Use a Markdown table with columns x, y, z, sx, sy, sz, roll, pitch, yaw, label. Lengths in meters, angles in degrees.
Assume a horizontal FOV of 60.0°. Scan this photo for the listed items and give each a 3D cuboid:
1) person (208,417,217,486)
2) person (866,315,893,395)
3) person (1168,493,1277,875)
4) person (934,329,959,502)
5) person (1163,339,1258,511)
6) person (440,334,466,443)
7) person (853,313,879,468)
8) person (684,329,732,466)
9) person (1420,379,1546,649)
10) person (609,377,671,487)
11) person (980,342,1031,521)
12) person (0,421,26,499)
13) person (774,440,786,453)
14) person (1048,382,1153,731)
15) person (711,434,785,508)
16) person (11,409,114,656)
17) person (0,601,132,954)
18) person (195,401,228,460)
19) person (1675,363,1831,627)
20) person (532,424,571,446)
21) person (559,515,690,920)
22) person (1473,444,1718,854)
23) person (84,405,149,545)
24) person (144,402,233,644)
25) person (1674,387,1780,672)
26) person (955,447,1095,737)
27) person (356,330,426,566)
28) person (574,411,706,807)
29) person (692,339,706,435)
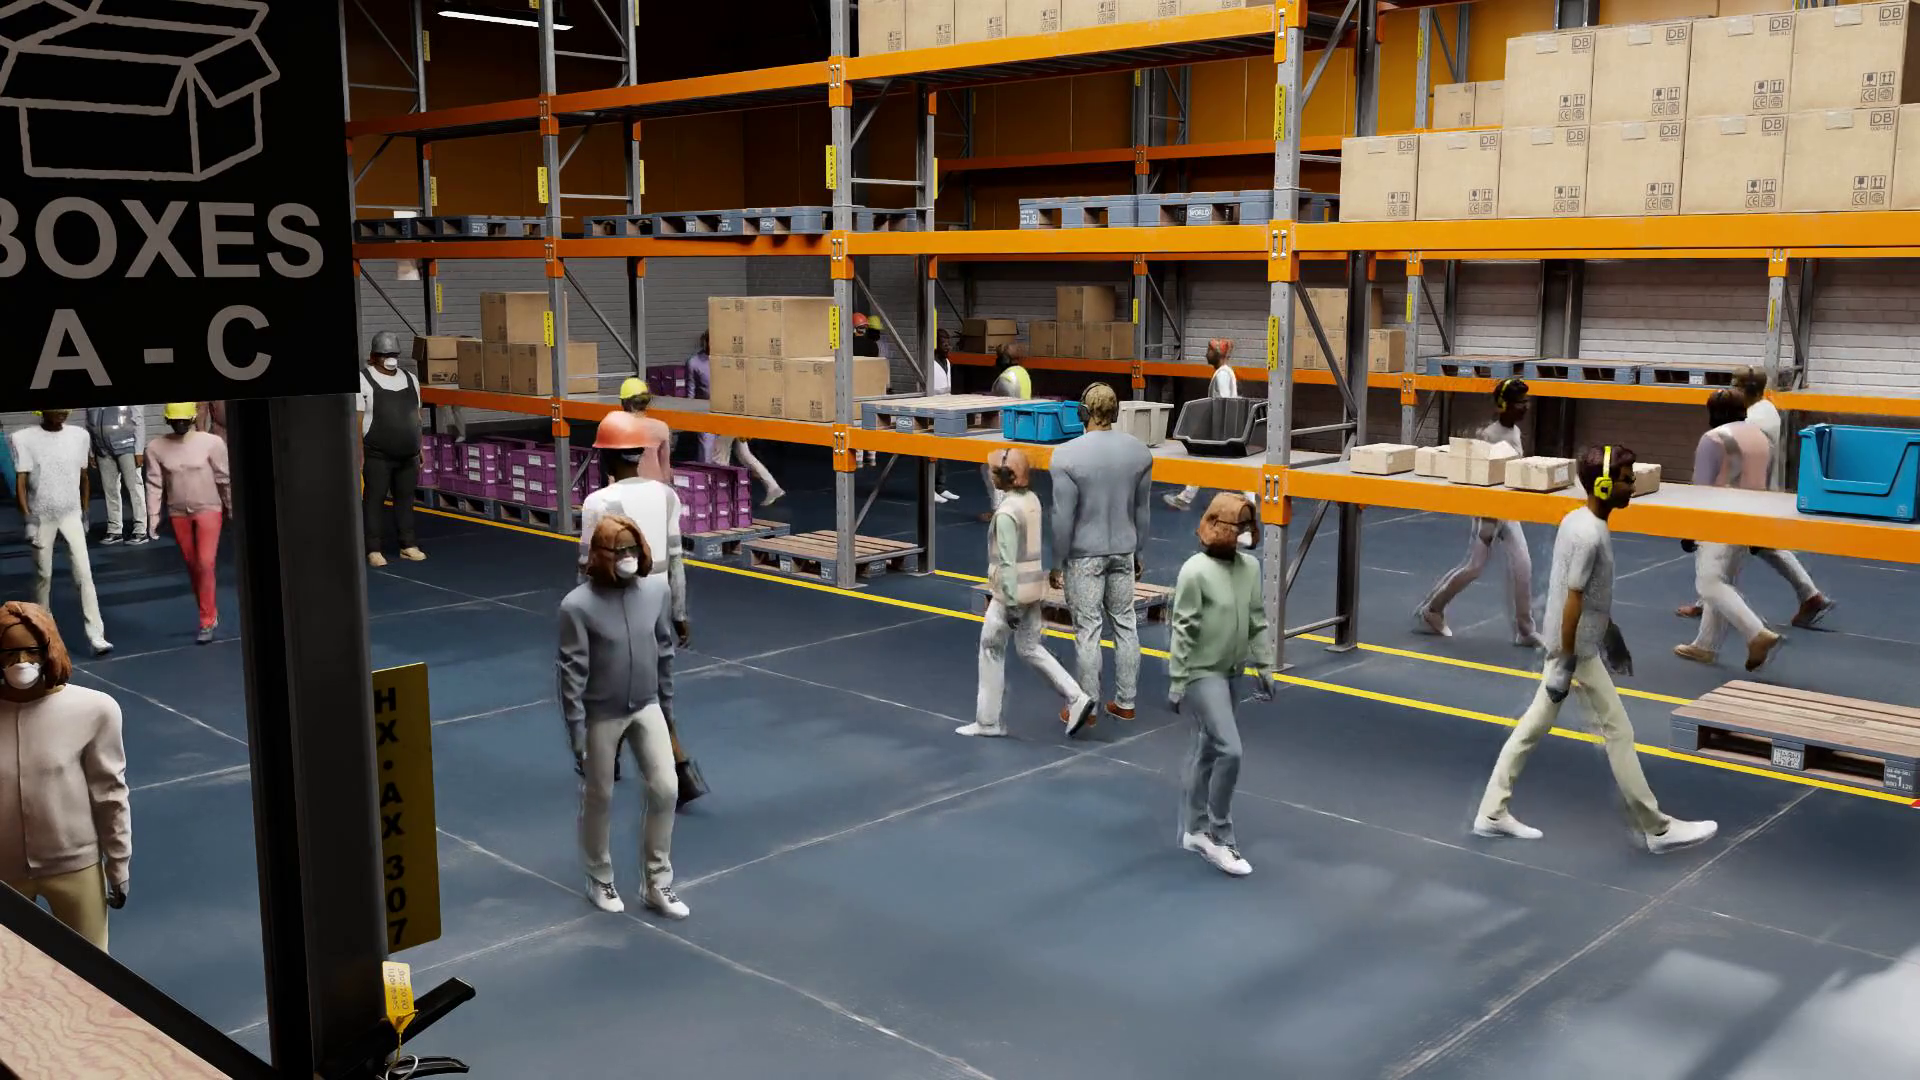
| x | y | z | sx | sy | sz | roll | pitch | yaw | label |
| --- | --- | --- | --- | --- | --- | --- | --- | --- | --- |
| -8.729 | -1.464 | 19.649 | 0.629 | 1.658 | 0.581 | -4 | 10 | -24 | person |
| -1.211 | -2.187 | 23.329 | 0.422 | 1.913 | 0.603 | 8 | 12 | 40 | person |
| 1.169 | 0.605 | 7.073 | 0.531 | 1.610 | 0.585 | -9 | 13 | -44 | person |
| -0.267 | -1.368 | 18.314 | 0.404 | 1.904 | 0.616 | 4 | 10 | 23 | person |
| 2.683 | -1.189 | 17.465 | 1.004 | 1.826 | 0.572 | 3 | 10 | 18 | person |
| -7.470 | -2.201 | 24.319 | 0.531 | 1.604 | 0.614 | 4 | 10 | 24 | person |
| -1.301 | -1.931 | 21.488 | 0.379 | 1.996 | 0.610 | 7 | 12 | 38 | person |
| -2.726 | -1.415 | 18.617 | 0.662 | 1.899 | 0.455 | -5 | 11 | -30 | person |
| 3.625 | -0.194 | 11.353 | 0.934 | 1.836 | 0.535 | 9 | 13 | 42 | person |
| -2.379 | -0.346 | 12.537 | 0.531 | 1.751 | 0.511 | -8 | 12 | -40 | person |
| 0.432 | -1.077 | 16.774 | 0.594 | 1.821 | 0.642 | 5 | 10 | 27 | person |
| -10.789 | -1.311 | 18.307 | 0.953 | 1.803 | 0.573 | -8 | 12 | -39 | person |
| -2.508 | -2.154 | 23.219 | 0.572 | 1.894 | 0.939 | -1 | 9 | -8 | person |
| 0.769 | 0.094 | 9.245 | 0.629 | 1.940 | 0.379 | -4 | 10 | -25 | person |
| -2.343 | -1.280 | 17.641 | 0.939 | 1.953 | 0.591 | 0 | 9 | -2 | person |
| -5.909 | -0.118 | 10.922 | 0.495 | 1.819 | 0.988 | -8 | 12 | -41 | person |
| -2.668 | 0.973 | 4.822 | 0.497 | 1.629 | 0.276 | -4 | 10 | -23 | person |
| -7.359 | -1.097 | 16.798 | 0.678 | 1.856 | 0.980 | -2 | 10 | -14 | person |
| 5.734 | -0.313 | 11.885 | 0.961 | 1.905 | 0.638 | 7 | 11 | 36 | person |
| -5.296 | -1.832 | 21.460 | 0.789 | 1.810 | 0.538 | 3 | 10 | 15 | person |
| -1.302 | 0.705 | 6.498 | 0.523 | 1.609 | 0.616 | -8 | 12 | -39 | person |
| 2.787 | 0.480 | 7.299 | 1.021 | 1.806 | 0.502 | 2 | 9 | 10 | person |
| -7.825 | -0.850 | 15.410 | 0.586 | 1.824 | 0.405 | 1 | 9 | 6 | person |
| -5.277 | -0.151 | 11.392 | 0.548 | 1.719 | 0.751 | -1 | 9 | -6 | person |
| 4.951 | -0.055 | 10.576 | 0.677 | 1.809 | 0.719 | -5 | 11 | -30 | person |
| 0.354 | 0.297 | 8.995 | 0.689 | 1.610 | 0.502 | 4 | 10 | 24 | person |
| -4.919 | -0.801 | 14.421 | 0.536 | 2.000 | 0.688 | 8 | 12 | 40 | person |
| -1.549 | 0.326 | 8.001 | 1.010 | 1.893 | 0.555 | 7 | 12 | 37 | person |
| -3.825 | -2.295 | 24.864 | 0.489 | 1.624 | 0.527 | 1 | 9 | 4 | person |
